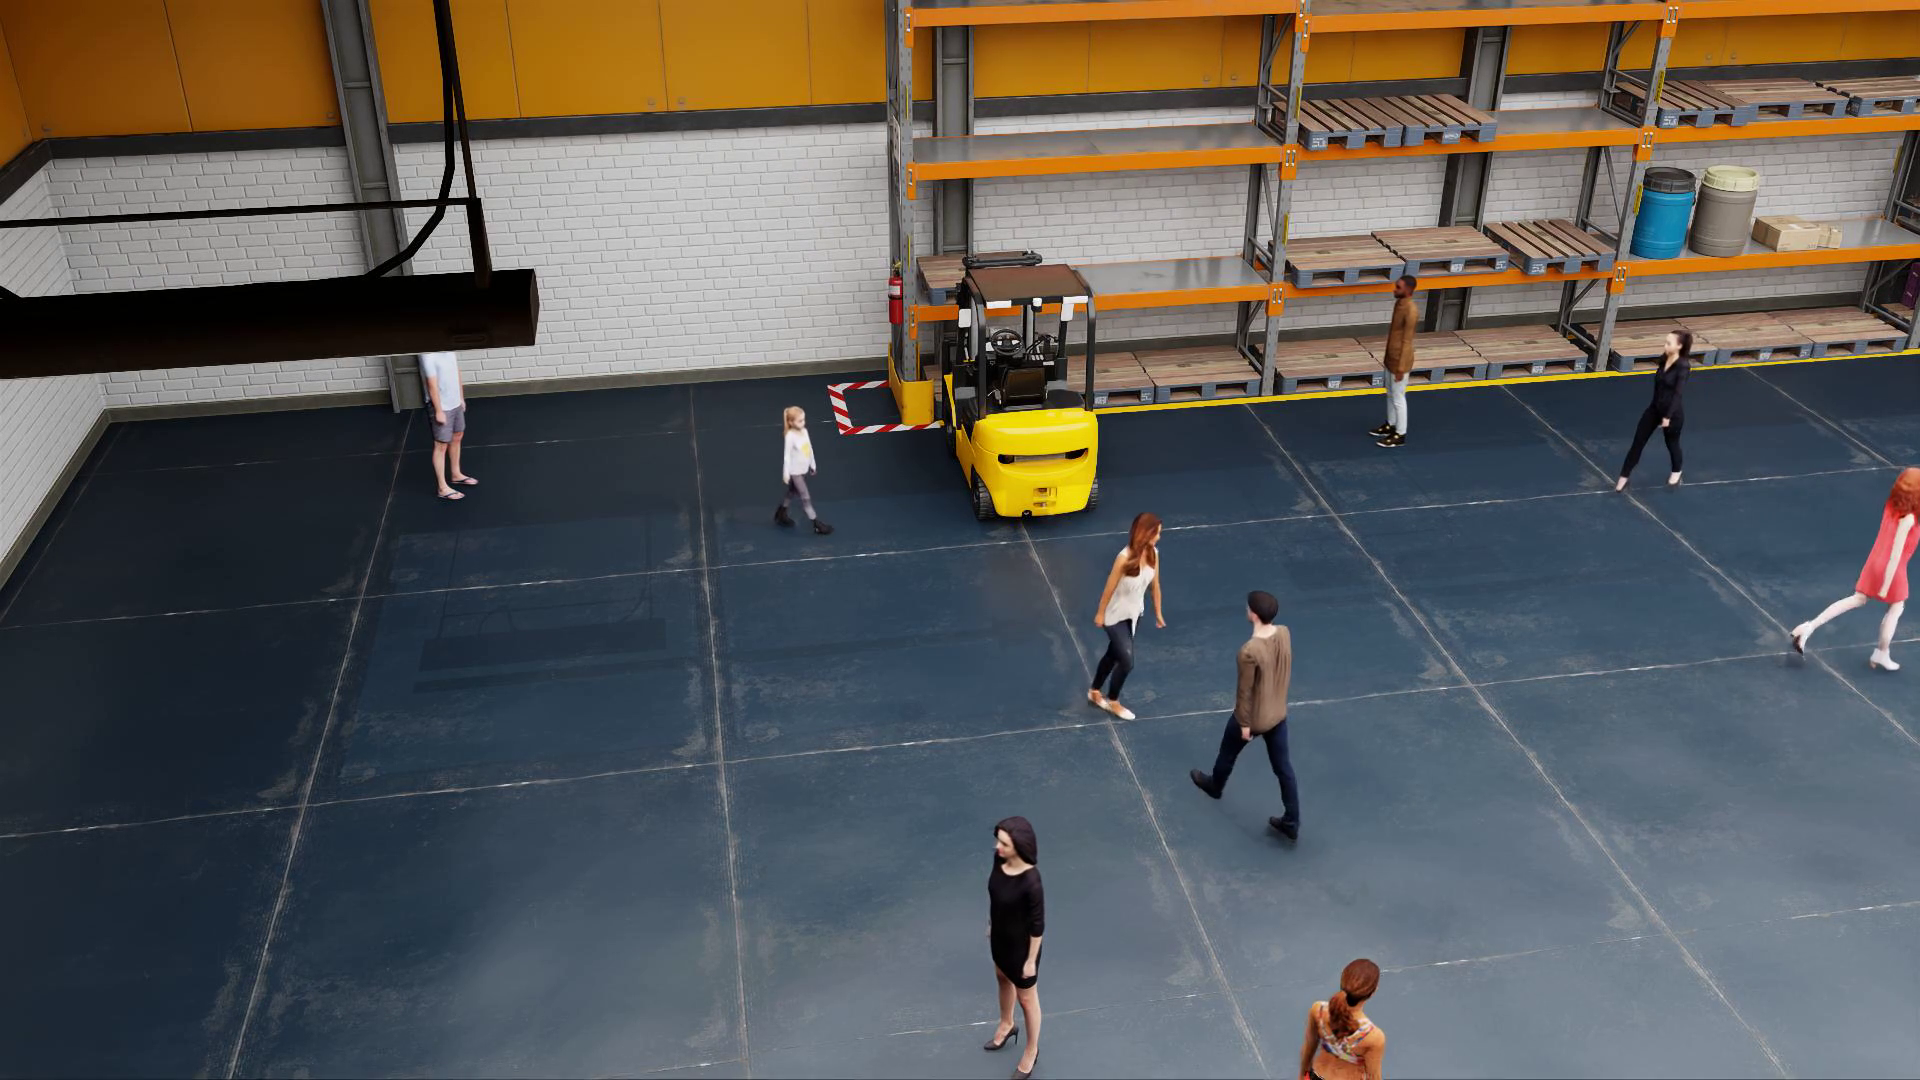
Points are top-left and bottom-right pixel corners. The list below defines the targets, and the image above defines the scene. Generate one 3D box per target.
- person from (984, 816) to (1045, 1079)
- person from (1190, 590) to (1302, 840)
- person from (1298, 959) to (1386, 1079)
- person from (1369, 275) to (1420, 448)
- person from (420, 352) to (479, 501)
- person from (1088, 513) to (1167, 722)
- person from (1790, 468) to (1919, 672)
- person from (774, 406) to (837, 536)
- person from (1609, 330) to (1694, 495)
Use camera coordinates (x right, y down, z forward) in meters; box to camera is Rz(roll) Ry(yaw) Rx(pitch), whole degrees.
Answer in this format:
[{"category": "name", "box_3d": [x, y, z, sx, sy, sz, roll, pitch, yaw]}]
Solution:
[{"category": "person", "box_3d": [0.322, 2.298, 9.438, 0.600, 1.807, 0.648, -14, 32, -24]}, {"category": "person", "box_3d": [2.124, 1.228, 11.368, 1.232, 1.836, 1.084, -19, 34, -31]}, {"category": "person", "box_3d": [1.845, 2.877, 8.404, 0.763, 1.780, 0.824, 21, 35, 33]}, {"category": "person", "box_3d": [4.502, -1.847, 17.027, 0.535, 1.815, 0.626, -3, 29, -5]}, {"category": "person", "box_3d": [-4.970, -1.300, 16.010, 0.691, 1.830, 0.711, 7, 29, 13]}, {"category": "person", "box_3d": [1.169, 0.567, 12.677, 0.821, 1.743, 0.870, -19, 34, -31]}, {"category": "person", "box_3d": [7.211, 0.266, 13.177, 1.195, 1.794, 0.795, 2, 29, 3]}, {"category": "person", "box_3d": [-1.556, -0.649, 15.428, 0.969, 1.244, 0.834, 13, 31, 22]}, {"category": "person", "box_3d": [6.834, -1.193, 15.982, 1.089, 1.668, 0.728, -10, 30, -18]}]
